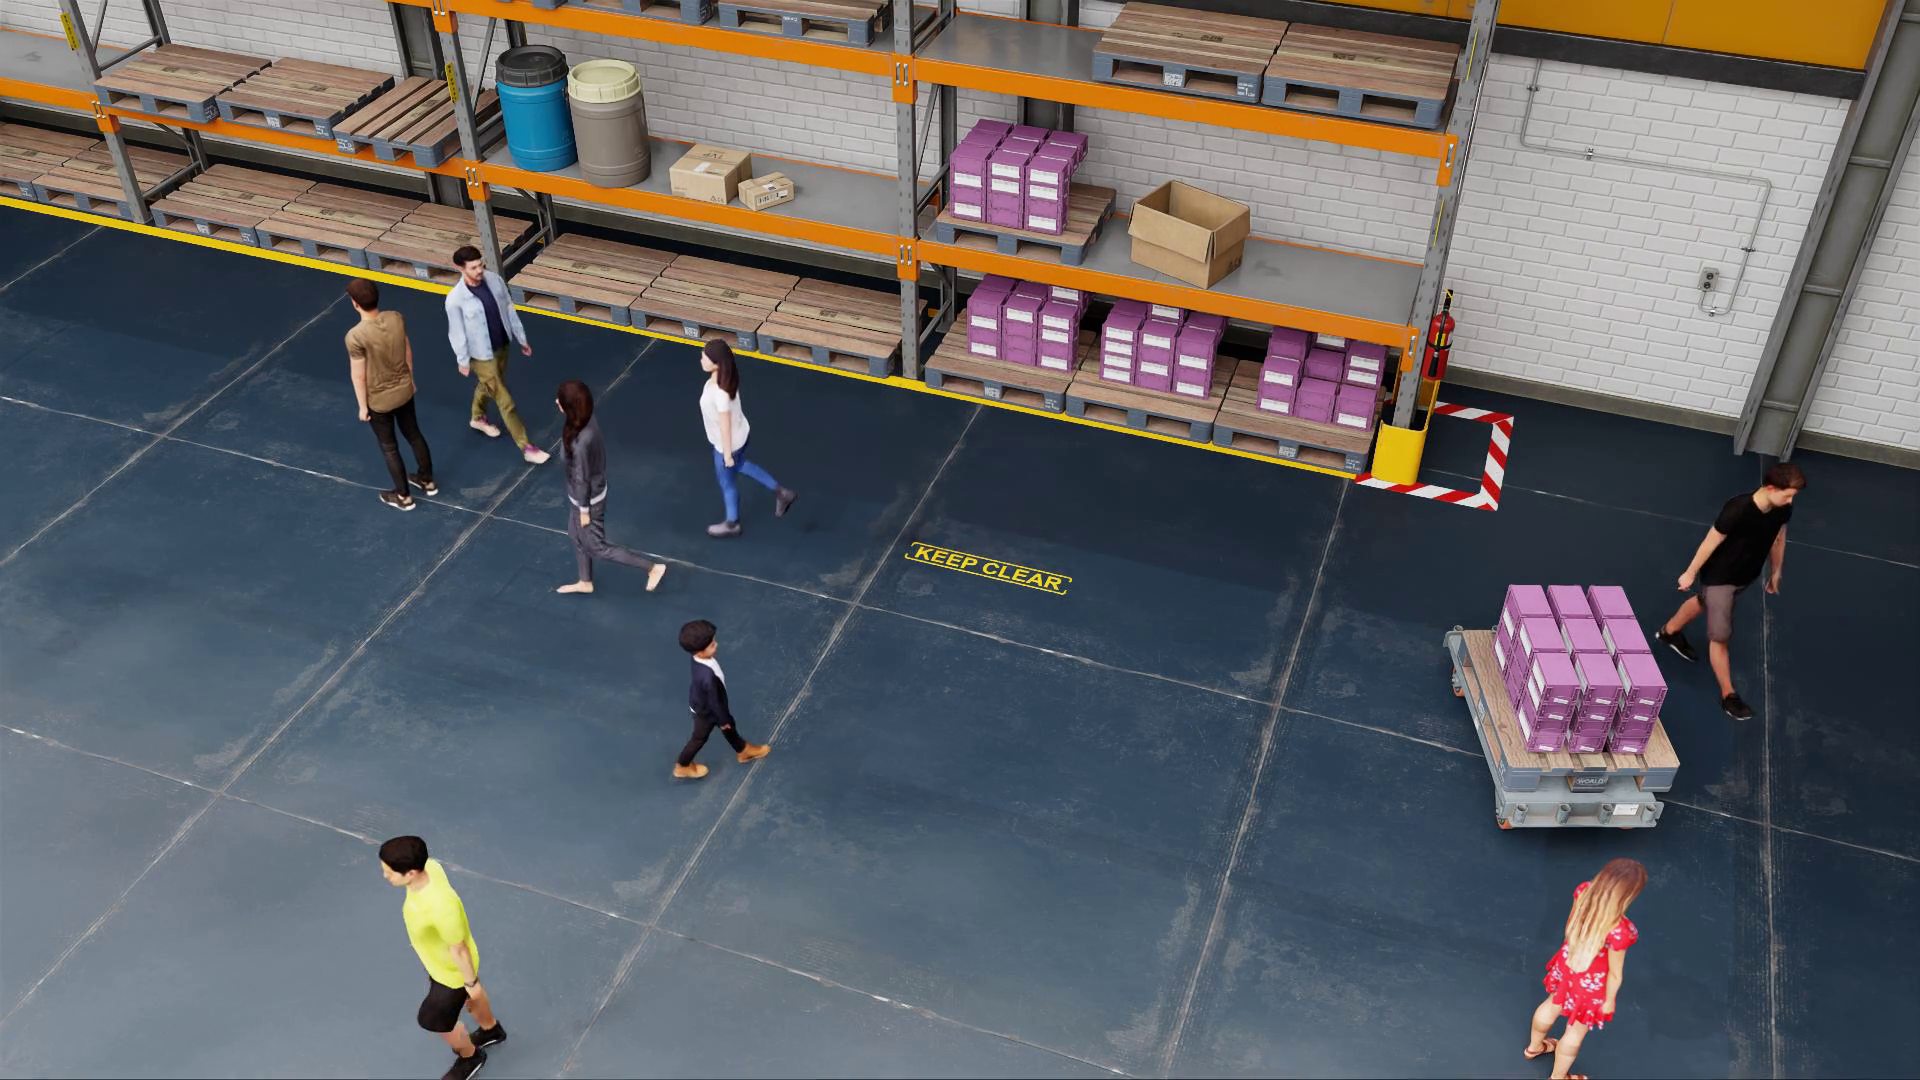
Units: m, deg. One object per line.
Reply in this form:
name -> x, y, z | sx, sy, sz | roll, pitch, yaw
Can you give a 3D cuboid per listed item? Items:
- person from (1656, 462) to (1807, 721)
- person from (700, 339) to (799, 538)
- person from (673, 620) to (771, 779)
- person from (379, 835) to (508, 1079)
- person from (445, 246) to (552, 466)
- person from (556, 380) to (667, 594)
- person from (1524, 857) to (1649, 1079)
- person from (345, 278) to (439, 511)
person -> 4.831, 0.172, 10.598 | 1.258, 1.794, 1.291 | -15, 41, -18
person -> -1.553, -0.702, 11.790 | 0.967, 1.671, 0.751 | 4, 39, 5
person -> -1.578, 0.990, 10.050 | 0.914, 1.199, 0.781 | -9, 39, -11
person -> -2.497, 2.042, 8.337 | 0.854, 1.693, 0.773 | -23, 44, -26
person -> -3.636, -1.447, 12.646 | 1.222, 1.768, 0.845 | 22, 43, 25
person -> -2.430, -0.305, 11.234 | 1.105, 1.745, 0.925 | -5, 39, -7
person -> 3.102, 2.151, 8.281 | 0.702, 1.592, 0.663 | -10, 40, -12
person -> -4.146, -1.063, 12.100 | 0.641, 1.849, 0.712 | 22, 43, 25
